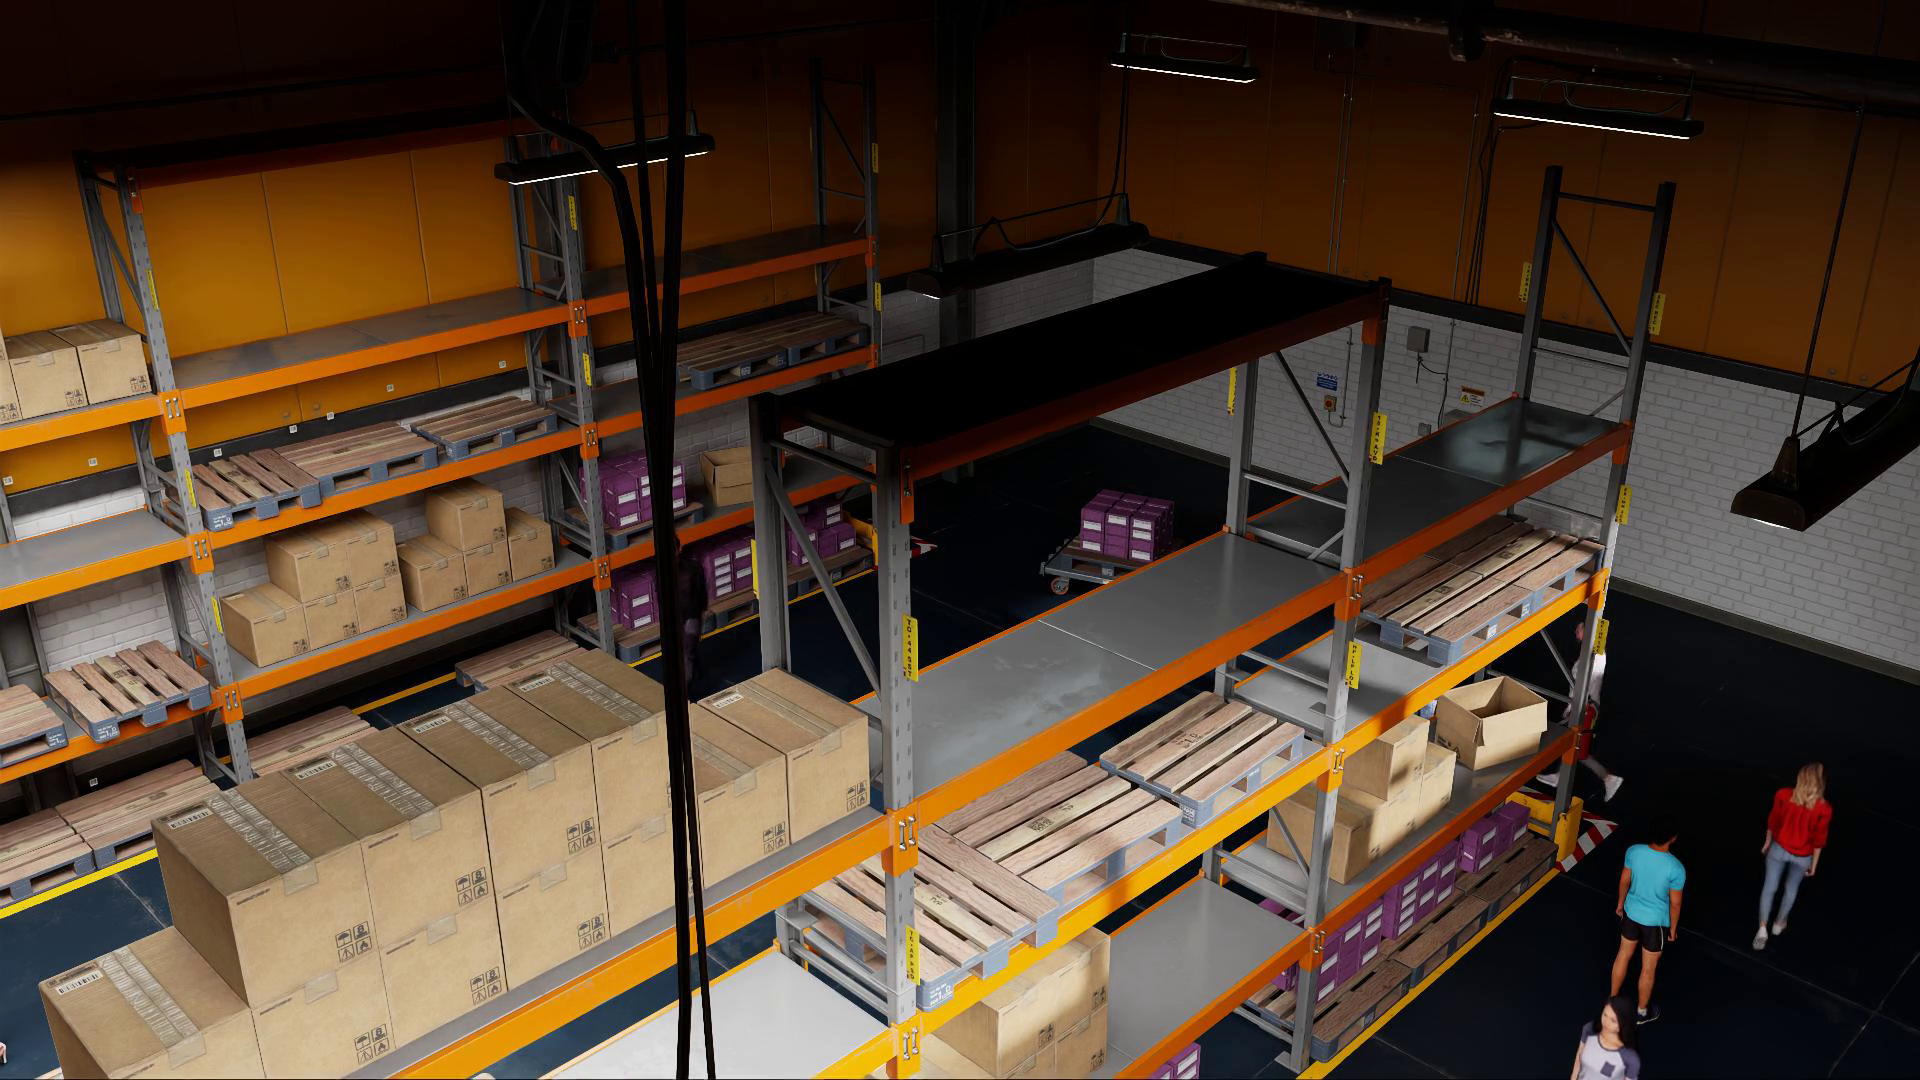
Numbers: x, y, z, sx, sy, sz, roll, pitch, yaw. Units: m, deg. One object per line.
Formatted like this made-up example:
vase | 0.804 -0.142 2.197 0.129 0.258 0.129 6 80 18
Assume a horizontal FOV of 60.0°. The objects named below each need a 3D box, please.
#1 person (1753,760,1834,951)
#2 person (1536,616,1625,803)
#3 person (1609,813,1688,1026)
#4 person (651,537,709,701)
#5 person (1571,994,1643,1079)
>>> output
person | 6.670 2.563 13.406 0.731 1.684 1.033 16 28 32
person | 5.857 1.592 15.462 0.909 1.818 1.036 12 26 26
person | 5.202 2.860 12.617 0.497 1.772 0.620 -21 31 -39
person | -2.858 0.757 17.329 1.145 1.852 1.322 2 24 5
person | 4.230 3.653 10.896 0.824 1.698 0.706 -13 27 -28
